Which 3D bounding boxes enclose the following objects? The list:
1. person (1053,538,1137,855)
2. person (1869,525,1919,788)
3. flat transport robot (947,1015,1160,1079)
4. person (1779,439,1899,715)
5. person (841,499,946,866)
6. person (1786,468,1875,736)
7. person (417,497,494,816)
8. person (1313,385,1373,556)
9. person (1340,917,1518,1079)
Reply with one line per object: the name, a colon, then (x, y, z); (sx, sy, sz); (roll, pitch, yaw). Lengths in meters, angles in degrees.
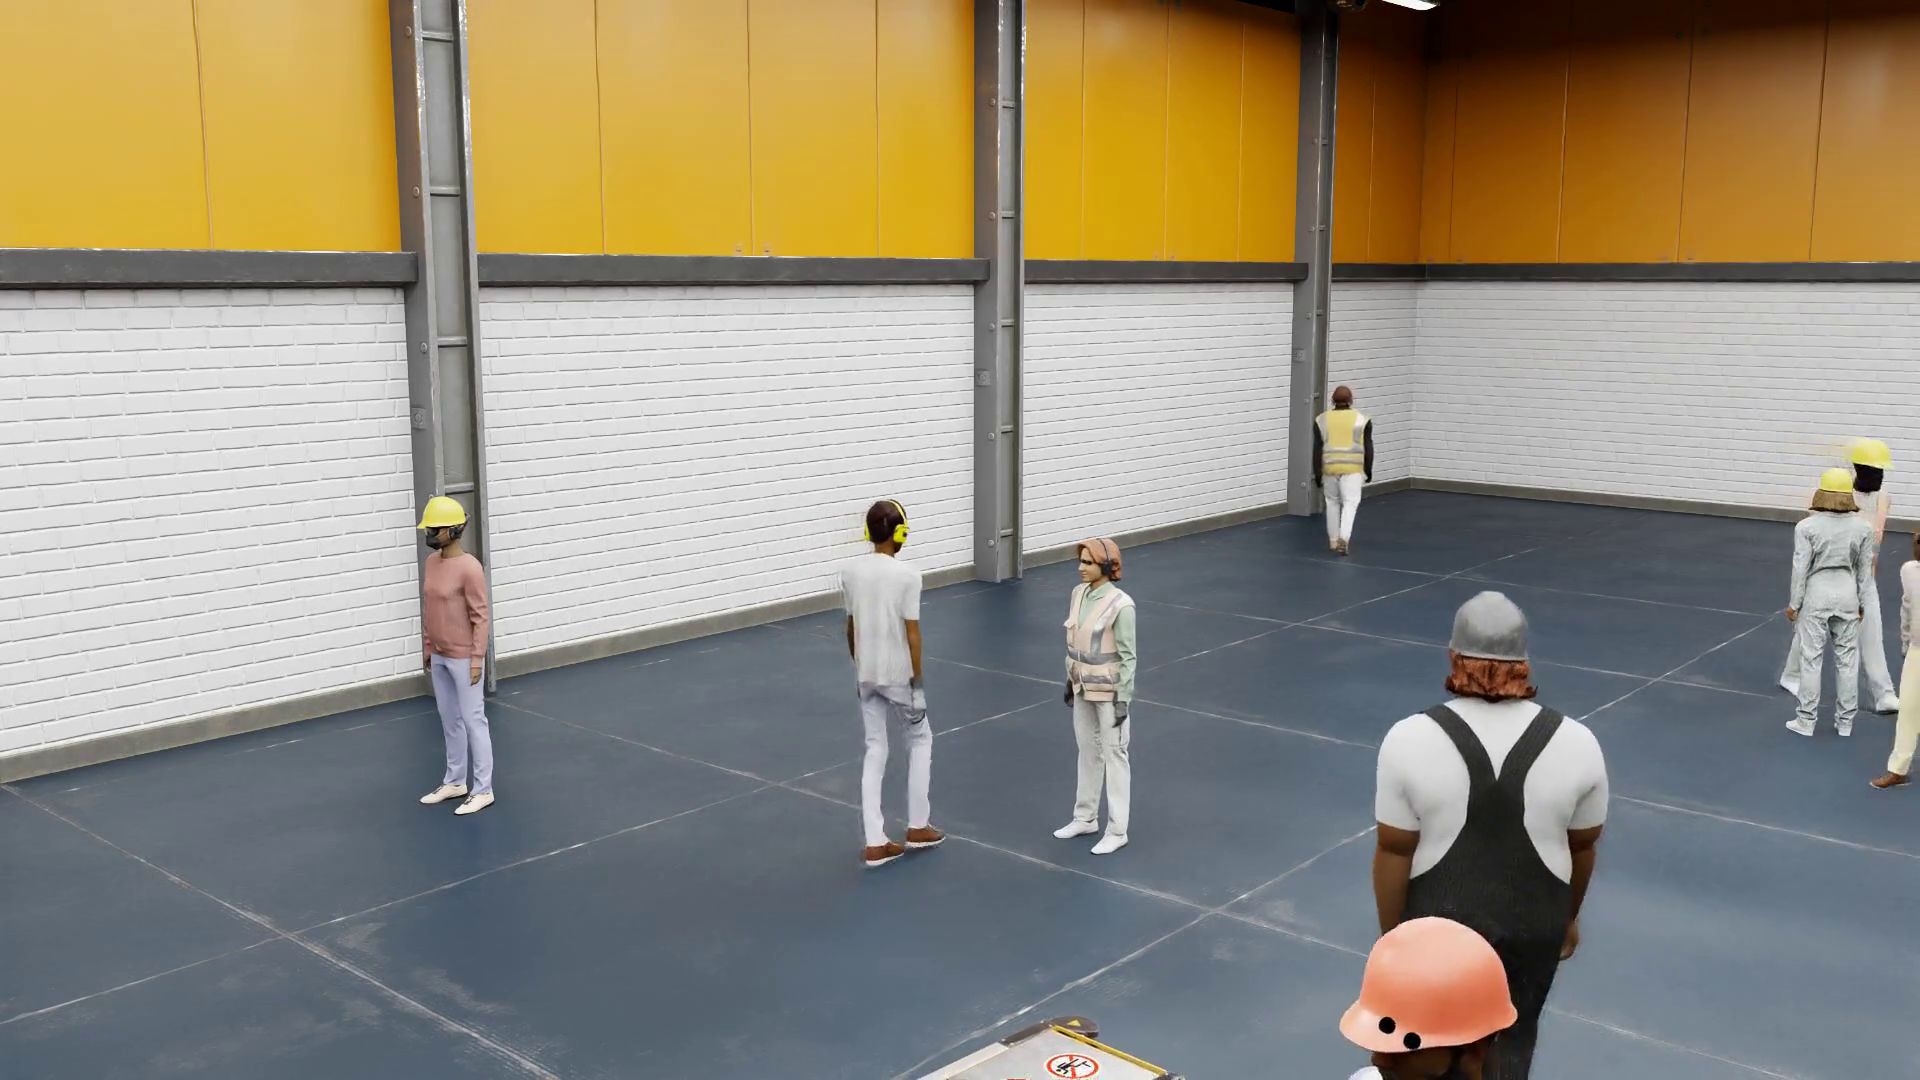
person: (0.718, 0.796, 8.607); (0.313, 1.642, 0.513); (-6, 11, -31)
person: (5.747, 0.649, 9.705); (0.872, 1.587, 0.536); (-5, 10, -28)
flat transport robot: (0.140, 1.967, 5.542); (0.652, 0.197, 1.431); (9, 13, 44)
person: (6.109, 0.235, 11.407); (0.601, 1.871, 1.003); (-3, 9, -16)
person: (-0.330, 0.709, 8.522); (0.539, 1.837, 0.711); (5, 10, 29)
person: (5.614, 0.401, 10.769); (0.490, 1.743, 0.324); (1, 9, 6)
person: (-2.817, 0.634, 9.223); (0.533, 1.763, 0.313); (8, 12, 40)
person: (4.091, -0.755, 17.831); (0.621, 1.811, 0.851); (4, 10, 22)
person: (0.820, 1.573, 2.984); (1.014, 1.881, 0.570); (-4, 10, -24)
